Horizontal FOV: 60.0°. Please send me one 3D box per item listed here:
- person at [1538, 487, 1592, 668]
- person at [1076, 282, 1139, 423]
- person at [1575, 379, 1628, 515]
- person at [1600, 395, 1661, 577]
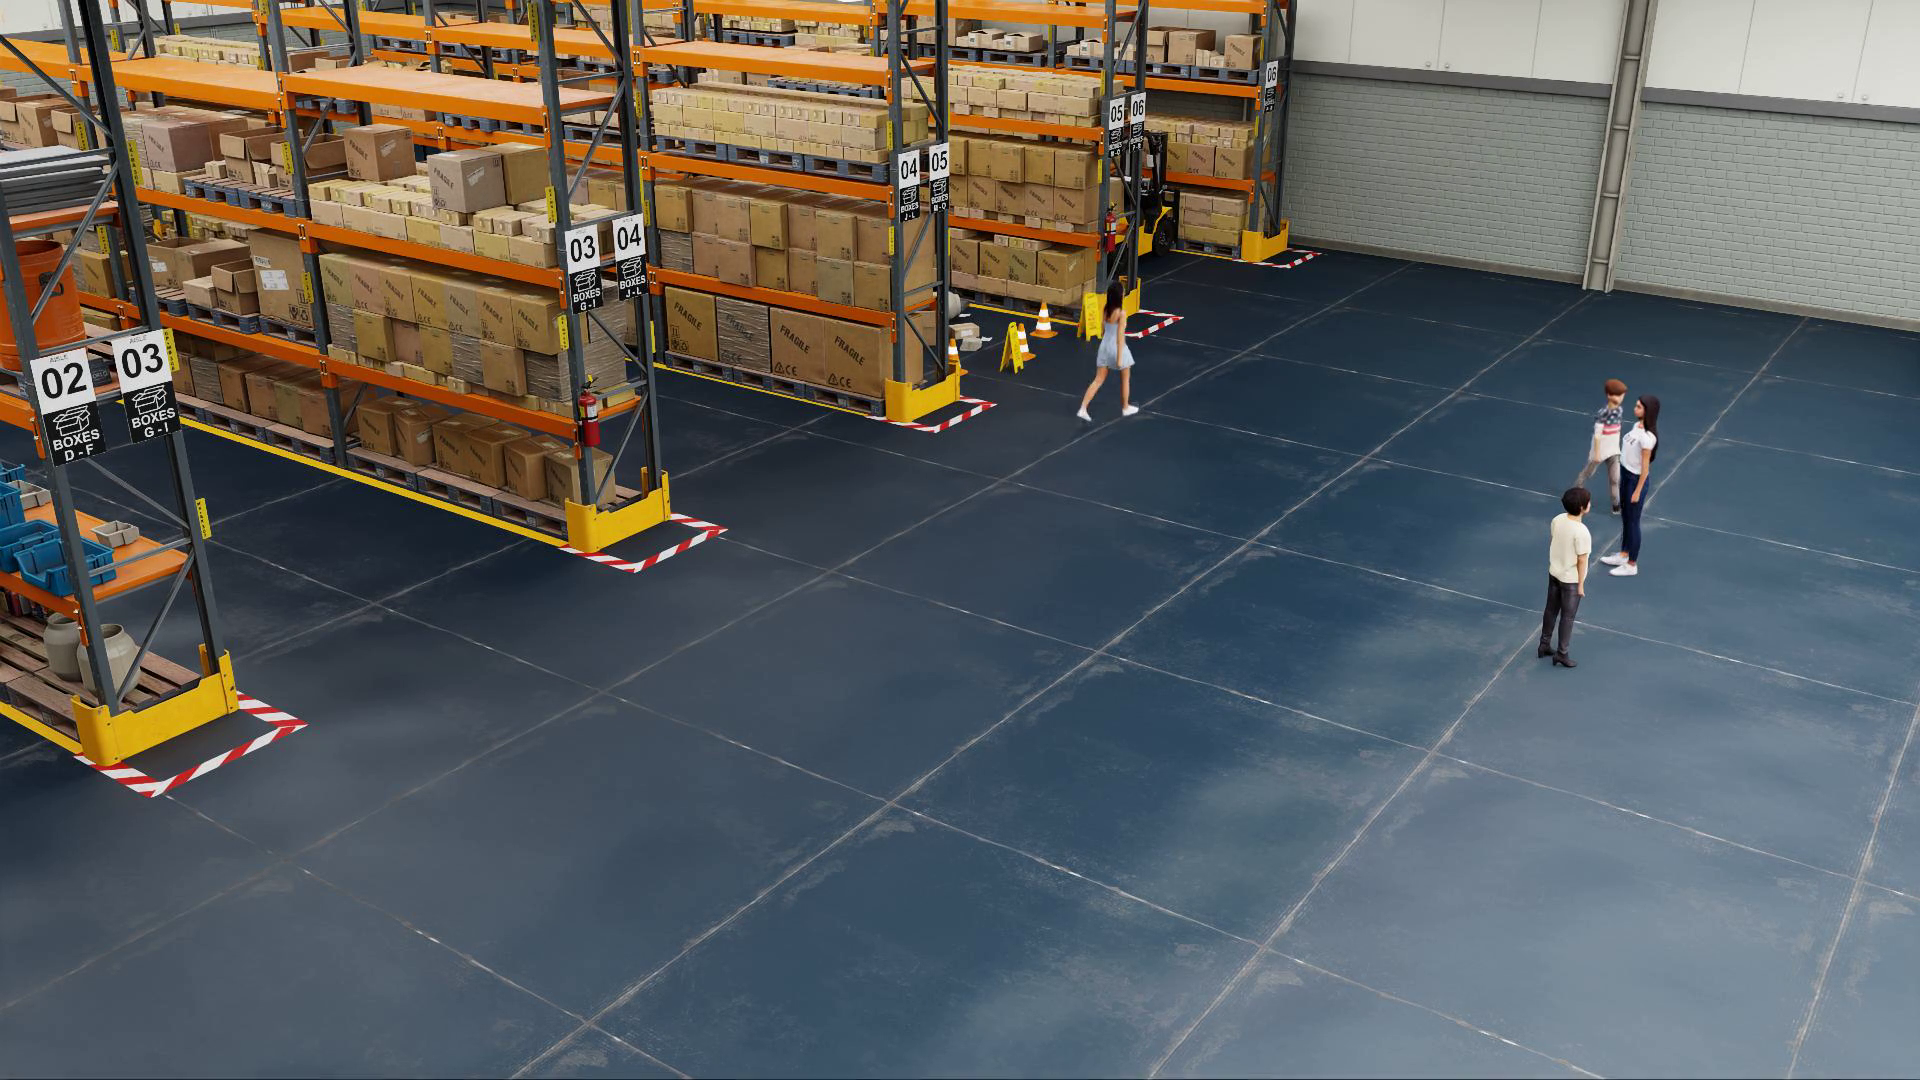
[{"bbox_3d":[5.117,0.307,14.027,0.714,1.587,0.605,-8,24,-19],"label":"person"},{"bbox_3d":[1.732,-2.192,19.772,0.883,1.689,1.181,-19,29,-37],"label":"person"},{"bbox_3d":[6.653,-0.981,17.289,0.826,1.404,1.037,-11,26,-25],"label":"person"},{"bbox_3d":[6.389,-0.521,15.736,0.681,1.773,0.673,2,23,5],"label":"person"}]
